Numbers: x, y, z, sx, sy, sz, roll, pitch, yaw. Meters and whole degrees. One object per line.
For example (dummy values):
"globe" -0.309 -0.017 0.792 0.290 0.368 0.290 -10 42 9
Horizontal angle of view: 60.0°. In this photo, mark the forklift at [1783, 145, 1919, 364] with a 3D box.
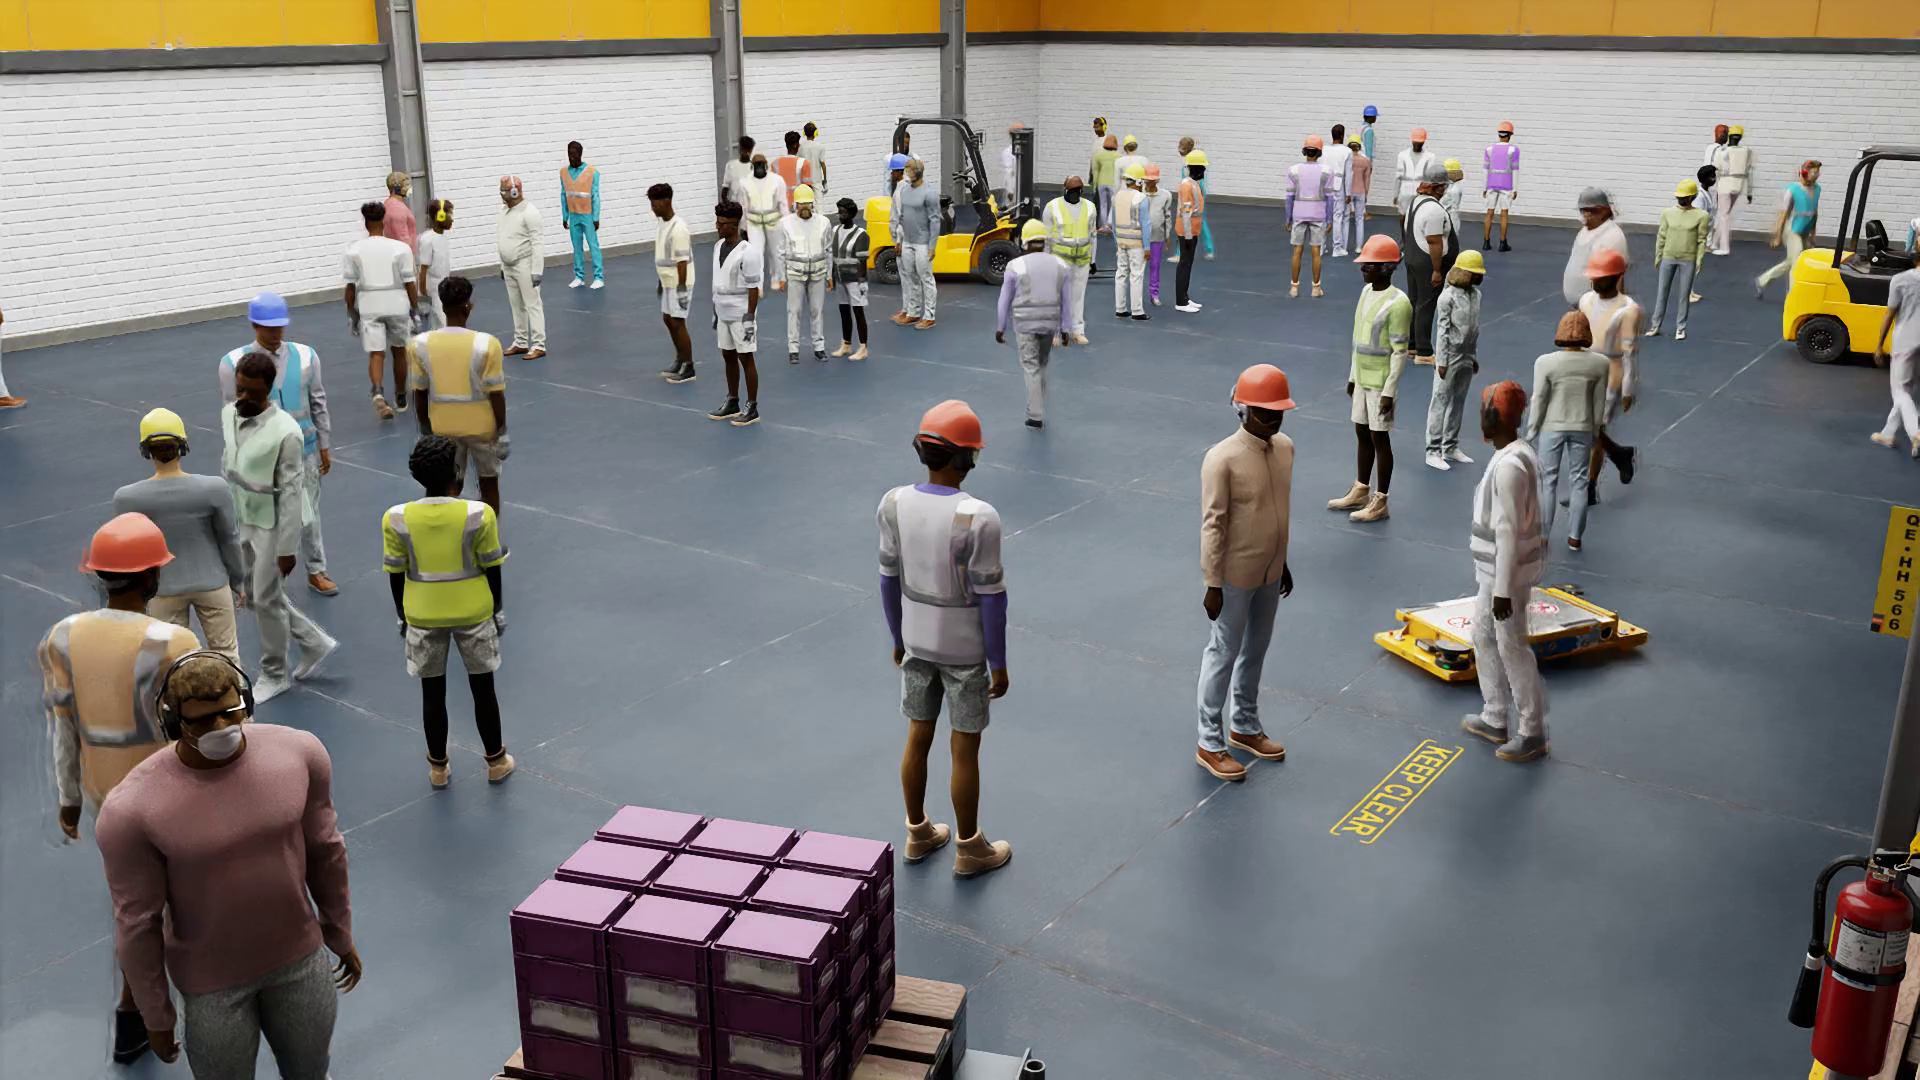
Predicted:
"forklift" 9.803 -2.879 17.013 2.313 2.155 1.214 12 21 33

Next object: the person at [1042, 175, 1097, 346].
"person" 1.202 -3.032 18.072 0.622 1.839 0.429 -5 18 -16

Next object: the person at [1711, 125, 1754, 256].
"person" 11.423 -5.234 24.866 0.722 1.878 0.837 -2 18 -8

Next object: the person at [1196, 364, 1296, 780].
"person" 1.375 0.143 7.881 0.625 1.992 0.388 -16 24 -41

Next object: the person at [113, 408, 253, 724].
"person" -3.701 0.235 7.975 0.522 1.763 0.319 -8 19 -24

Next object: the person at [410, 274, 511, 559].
"person" -3.207 -0.712 10.653 0.613 1.949 0.726 2 18 5

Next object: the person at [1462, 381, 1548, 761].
"person" 2.704 0.162 8.070 0.495 1.855 0.619 5 18 15

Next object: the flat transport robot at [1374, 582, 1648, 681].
"flat transport robot" 3.161 0.509 9.526 1.431 0.197 0.652 -8 19 -23

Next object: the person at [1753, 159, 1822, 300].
"person" 10.222 -3.775 20.450 0.555 1.807 0.850 -11 21 -30

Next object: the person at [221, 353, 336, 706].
"person" -3.628 -0.069 8.724 0.681 1.887 0.557 14 22 37

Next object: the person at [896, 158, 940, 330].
"person" -0.477 -3.380 18.998 0.355 1.936 0.633 -14 23 -38

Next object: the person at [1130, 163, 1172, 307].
"person" 2.322 -3.734 20.404 0.573 1.746 0.345 -2 18 -6

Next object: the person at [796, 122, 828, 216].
"person" -2.306 -5.562 25.941 0.508 1.865 0.329 2 18 7

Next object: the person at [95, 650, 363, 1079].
"person" -2.009 1.203 4.683 0.630 1.934 0.366 -16 24 -42

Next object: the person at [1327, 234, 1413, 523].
"person" 2.923 -1.138 11.811 0.380 2.045 0.605 -4 18 -14

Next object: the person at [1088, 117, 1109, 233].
"person" 2.280 -5.957 27.177 0.329 1.865 0.515 -14 22 -36

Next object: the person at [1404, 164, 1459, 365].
"person" 4.863 -2.849 17.168 0.537 2.000 0.682 -2 18 -7

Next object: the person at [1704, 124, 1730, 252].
"person" 11.389 -5.312 25.124 0.355 1.885 0.575 0 18 2

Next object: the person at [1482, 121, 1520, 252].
"person" 8.166 -5.336 25.125 0.542 1.931 0.375 12 22 34

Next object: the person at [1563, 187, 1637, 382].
"person" 6.015 -2.330 15.544 1.014 2.000 0.724 -1 18 -2

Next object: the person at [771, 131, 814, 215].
"person" -2.270 -4.587 22.724 0.603 1.967 0.366 7 19 20

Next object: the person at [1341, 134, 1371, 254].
"person" 5.844 -5.150 24.814 0.525 1.765 0.329 -2 18 -6

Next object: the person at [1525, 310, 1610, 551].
"person" 4.067 -0.727 11.190 0.499 1.632 0.285 1 18 3

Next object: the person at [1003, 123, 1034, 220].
"person" 0.931 -5.326 25.160 0.575 1.885 0.980 -14 22 -37

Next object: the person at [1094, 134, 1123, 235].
"person" 2.391 -5.717 26.806 0.519 1.616 0.542 7 19 20

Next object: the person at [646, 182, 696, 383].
"person" -2.812 -2.512 16.264 0.453 1.943 0.633 -9 20 -26

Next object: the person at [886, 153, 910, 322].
"person" -0.657 -3.525 19.435 0.407 1.942 0.615 3 18 10

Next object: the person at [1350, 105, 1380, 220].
"person" 7.052 -6.575 28.972 0.406 1.947 0.606 -1 18 -4

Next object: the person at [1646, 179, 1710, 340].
"person" 7.964 -3.104 18.421 0.526 1.761 0.337 12 21 33

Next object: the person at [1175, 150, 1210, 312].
"person" 2.800 -3.740 20.138 0.380 1.928 0.586 5 18 16

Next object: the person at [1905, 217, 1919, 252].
"person" 10.554 -2.952 18.139 0.307 1.640 0.518 -14 23 -38

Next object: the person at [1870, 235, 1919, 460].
"person" 7.806 -1.570 13.546 0.521 1.816 0.851 0 18 1

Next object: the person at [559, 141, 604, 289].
"person" -4.946 -4.257 21.794 0.584 1.910 0.389 7 19 20

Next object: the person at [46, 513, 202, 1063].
"person" -2.848 0.814 5.968 0.555 1.876 1.017 4 18 13

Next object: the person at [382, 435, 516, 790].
"person" -2.370 0.347 7.722 0.536 1.699 0.322 -3 18 -8

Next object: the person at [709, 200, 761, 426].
"person" -1.987 -1.994 14.614 0.367 1.966 0.604 -16 24 -41

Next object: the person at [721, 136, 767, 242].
"person" -2.970 -4.578 22.817 0.689 1.896 1.033 7 19 20

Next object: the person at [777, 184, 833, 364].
"person" -1.590 -2.744 17.175 0.592 1.833 0.404 -6 19 -17

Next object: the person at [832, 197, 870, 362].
"person" -1.143 -2.711 17.304 0.321 1.694 0.534 -17 24 -42

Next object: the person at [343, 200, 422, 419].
"person" -5.135 -2.032 14.796 0.624 1.931 0.863 -5 18 -15

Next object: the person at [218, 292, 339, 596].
"person" -4.152 -0.554 10.157 0.605 1.938 0.422 -13 22 -36

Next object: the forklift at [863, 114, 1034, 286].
"forklift" -0.171 -4.594 22.377 2.313 2.155 1.214 1 18 3

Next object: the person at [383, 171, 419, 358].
"person" -5.830 -2.885 17.446 0.373 1.940 0.628 -9 20 -27

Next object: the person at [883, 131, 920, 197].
"person" -0.823 -4.807 23.494 0.597 1.915 0.370 -12 21 -32

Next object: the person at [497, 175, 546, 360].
"person" -4.605 -2.839 17.362 0.642 1.905 0.401 15 23 39

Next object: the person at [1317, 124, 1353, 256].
"person" 5.522 -5.173 24.635 0.590 1.920 0.399 15 23 38

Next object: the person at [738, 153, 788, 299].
"person" -2.508 -4.046 21.318 0.637 1.805 0.959 -1 18 -3

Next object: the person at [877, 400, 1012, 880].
"person" -0.043 0.424 6.940 0.605 2.037 0.392 12 22 34

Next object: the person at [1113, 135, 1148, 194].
"person" 2.551 -5.163 24.873 0.535 1.741 0.421 -3 18 -11

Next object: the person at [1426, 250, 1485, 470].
"person" 3.968 -1.439 13.241 0.486 1.742 0.302 -14 22 -36

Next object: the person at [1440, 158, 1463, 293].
"person" 6.195 -3.965 21.143 0.325 1.740 0.492 2 18 7

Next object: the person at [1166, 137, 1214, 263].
"person" 3.396 -4.908 24.018 0.706 1.803 0.576 4 18 11

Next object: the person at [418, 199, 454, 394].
"person" -4.947 -2.287 15.750 0.452 1.833 0.538 -2 18 -6

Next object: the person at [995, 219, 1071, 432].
"person" 0.609 -1.892 14.549 0.614 1.799 0.772 -7 19 -22

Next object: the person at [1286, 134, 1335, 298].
"person" 4.408 -4.082 21.021 0.606 2.044 0.373 5 18 15

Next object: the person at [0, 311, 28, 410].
"person" -8.939 -2.160 15.168 0.608 1.943 0.402 11 21 31

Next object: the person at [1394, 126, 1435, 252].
"person" 6.688 -5.125 24.506 0.547 1.909 0.537 7 19 20

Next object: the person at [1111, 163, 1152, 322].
"person" 2.029 -3.473 19.456 0.404 1.833 0.589 -14 22 -36

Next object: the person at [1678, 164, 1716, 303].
"person" 9.220 -3.828 20.784 0.322 1.697 0.533 11 21 31

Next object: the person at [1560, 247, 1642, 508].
"person" 4.784 -1.201 12.213 0.707 1.918 0.562 -8 20 -24
